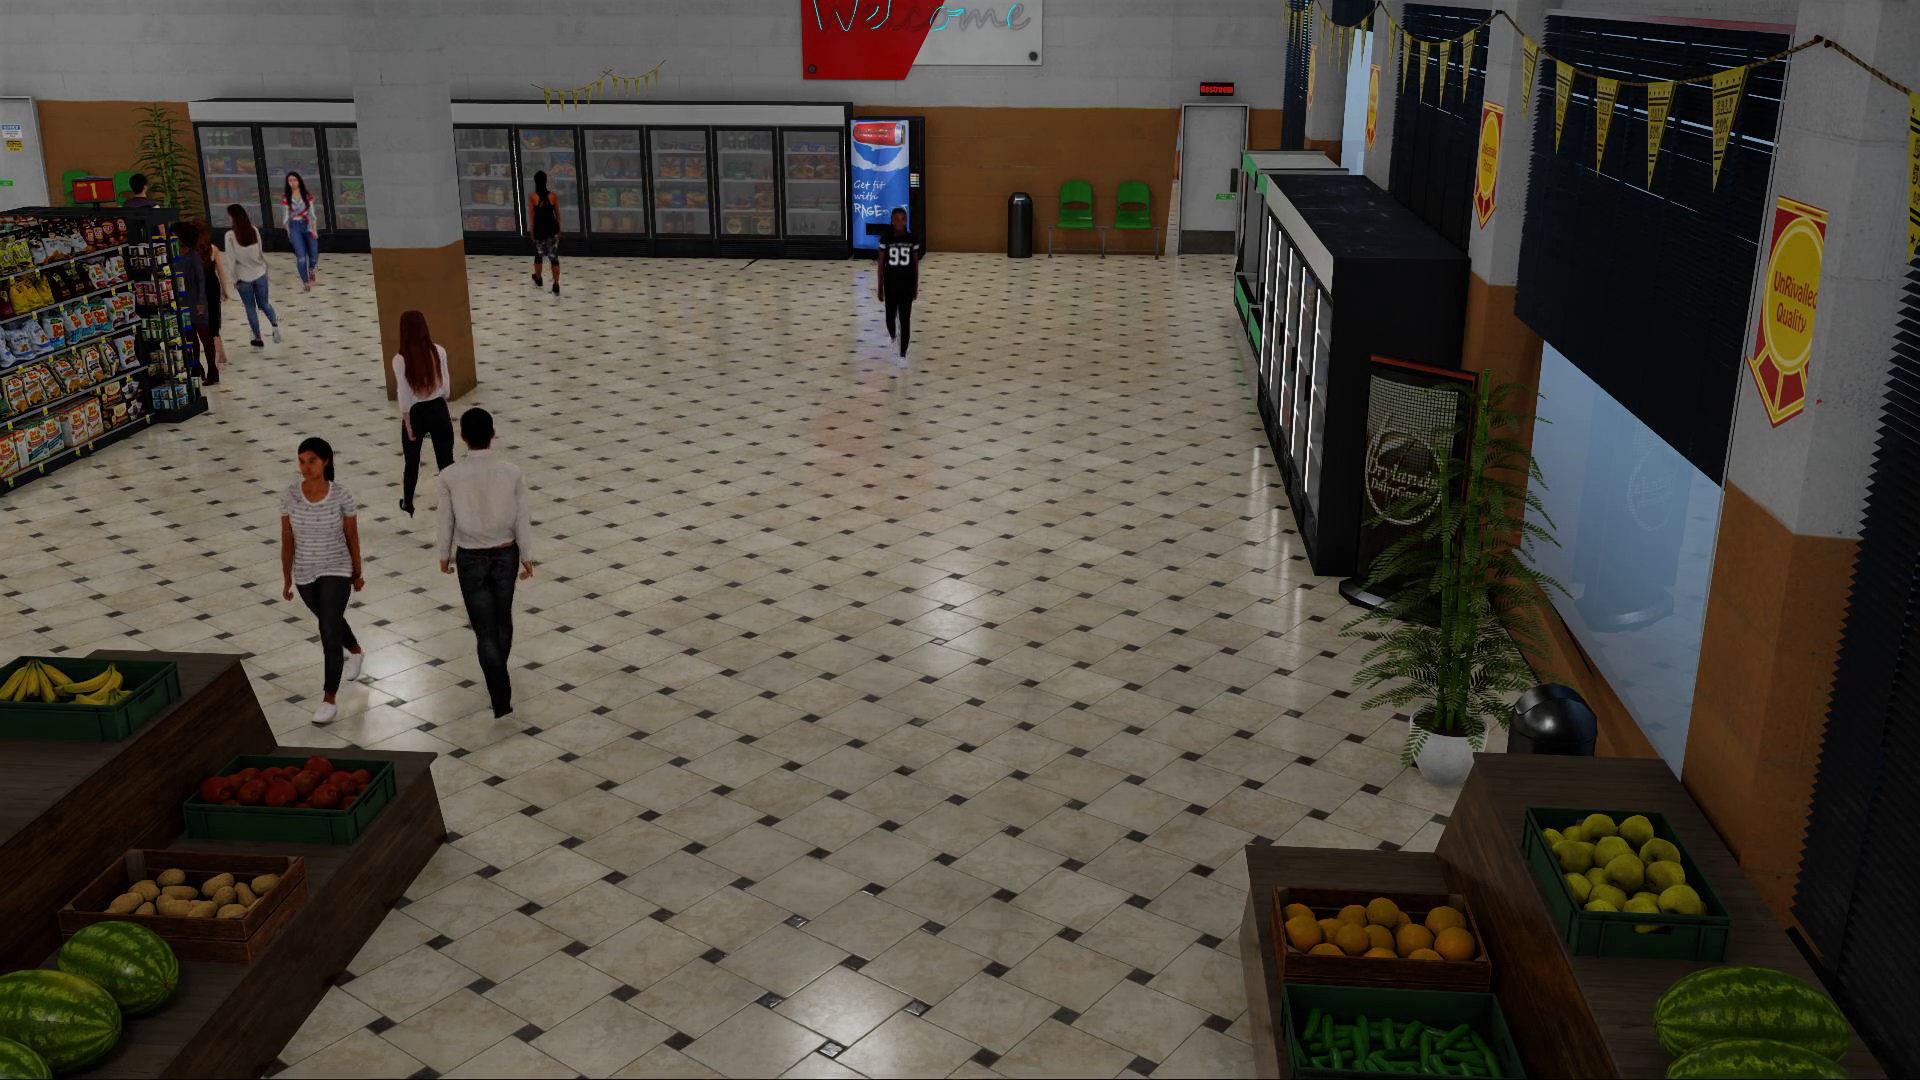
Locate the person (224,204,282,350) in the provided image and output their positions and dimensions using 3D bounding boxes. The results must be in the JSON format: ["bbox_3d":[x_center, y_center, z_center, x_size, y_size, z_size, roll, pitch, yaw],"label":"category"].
[{"bbox_3d":[-8.074,-2.982,19.018,0.953,1.672,0.994,-16,24,-39],"label":"person"}]

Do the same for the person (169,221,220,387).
[{"bbox_3d":[-8.080,-2.493,17.507,0.647,1.711,0.632,9,21,25],"label":"person"}]

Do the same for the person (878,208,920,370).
[{"bbox_3d":[-0.697,-2.799,18.438,0.726,1.695,1.186,-1,19,-3],"label":"person"}]

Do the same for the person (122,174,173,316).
[{"bbox_3d":[-9.992,-3.571,20.488,0.648,1.849,0.565,1,19,2],"label":"person"}]

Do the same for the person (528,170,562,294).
[{"bbox_3d":[-5.598,-4.151,22.554,0.962,1.629,1.148,-9,21,-26],"label":"person"}]

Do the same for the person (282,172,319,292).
[{"bbox_3d":[-9.046,-4.248,22.886,0.822,1.601,0.964,-7,20,-21],"label":"person"}]

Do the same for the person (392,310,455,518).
[{"bbox_3d":[-3.978,-0.827,12.585,1.126,1.699,1.190,-15,24,-37],"label":"person"}]

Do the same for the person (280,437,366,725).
[{"bbox_3d":[-3.694,0.189,9.722,0.581,1.603,1.115,1,19,3],"label":"person"}]

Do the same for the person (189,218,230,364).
[{"bbox_3d":[-8.289,-2.683,18.292,1.091,1.570,1.104,-16,24,-39],"label":"person"}]

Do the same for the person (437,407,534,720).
[{"bbox_3d":[-2.700,0.173,9.512,1.015,1.768,1.303,-7,20,-19],"label":"person"}]
